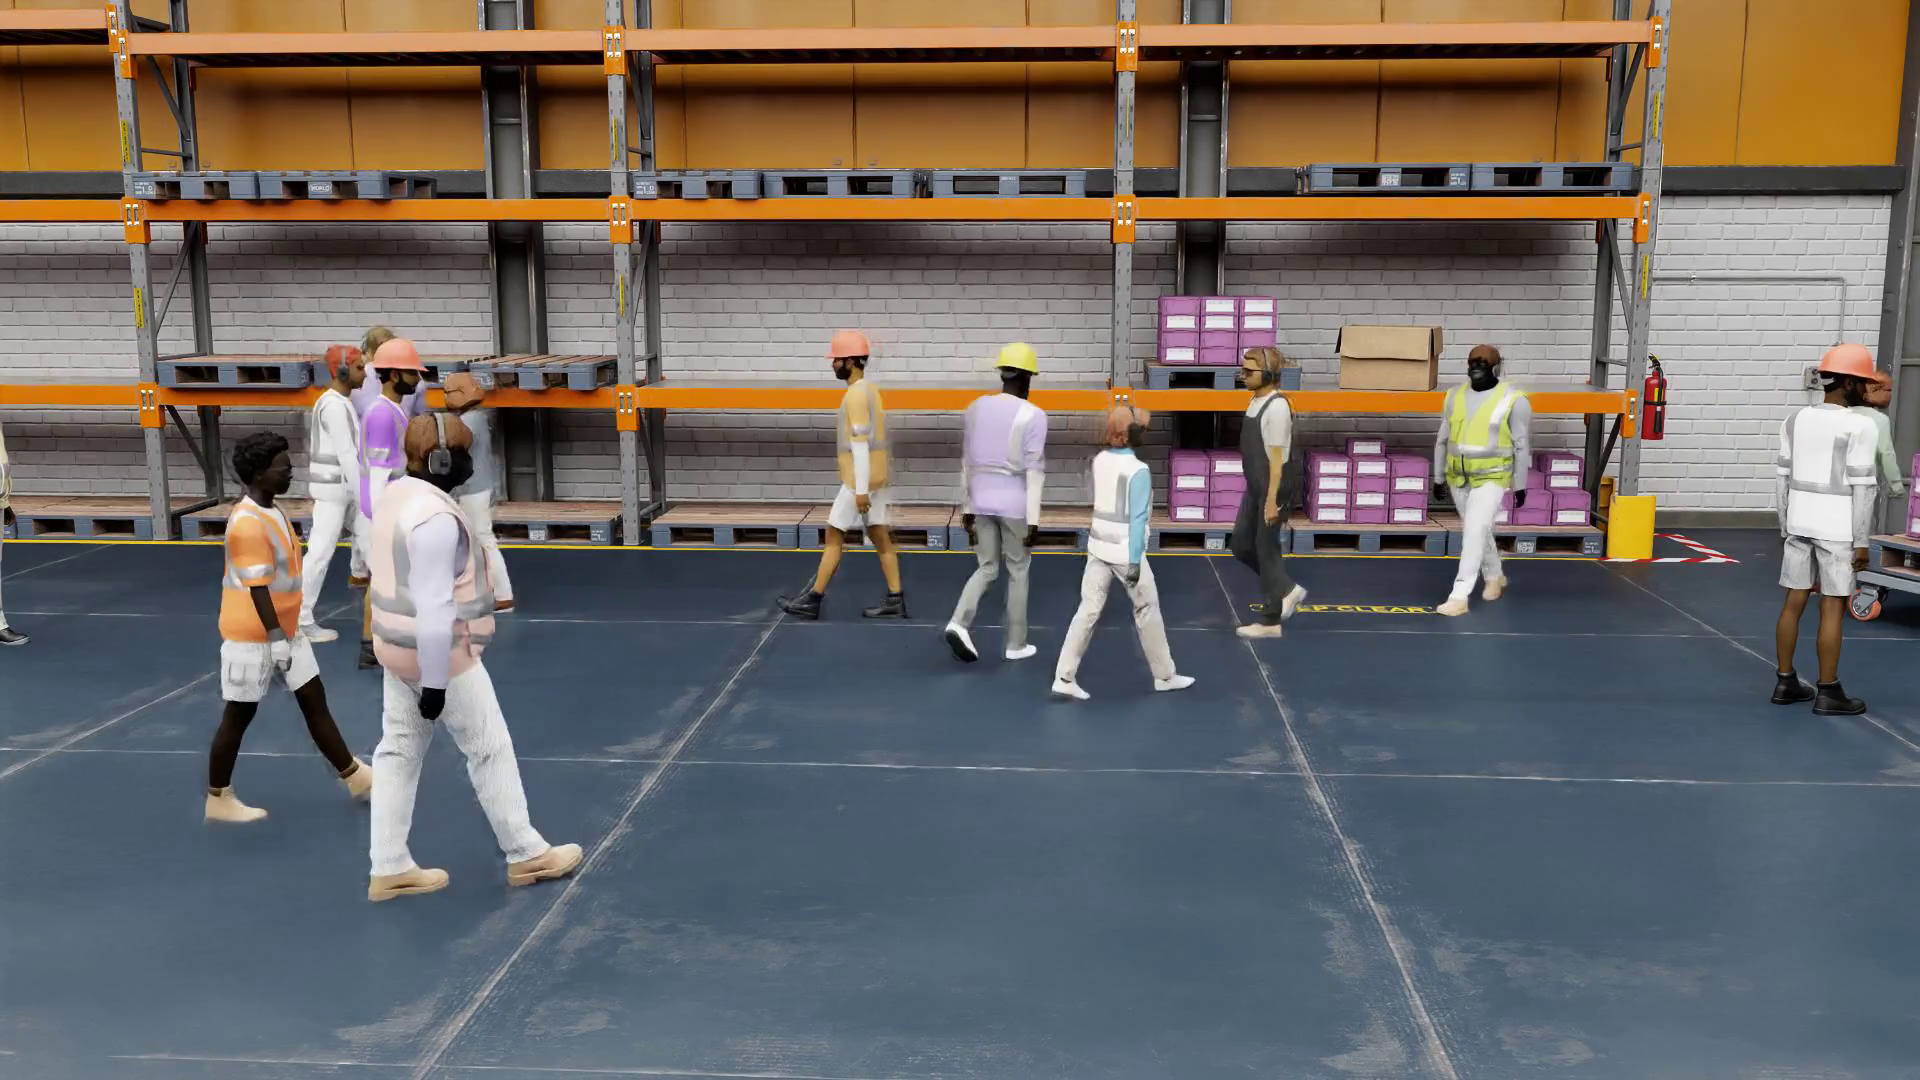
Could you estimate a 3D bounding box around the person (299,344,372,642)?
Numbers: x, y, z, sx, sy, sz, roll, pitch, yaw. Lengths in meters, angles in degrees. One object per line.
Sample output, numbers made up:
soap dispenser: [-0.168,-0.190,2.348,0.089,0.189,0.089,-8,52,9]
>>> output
person: [-3.743,-0.284,10.309,0.986,1.832,0.598,-2,10,-12]

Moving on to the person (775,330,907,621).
person: [-0.769,-0.405,10.836,0.932,1.894,0.570,2,10,9]

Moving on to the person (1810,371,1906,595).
person: [6.311,-0.390,11.652,0.836,1.579,0.484,1,10,3]

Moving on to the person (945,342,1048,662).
person: [0.202,-0.198,9.653,0.602,1.893,0.722,7,12,35]

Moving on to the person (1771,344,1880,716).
person: [4.530,-0.055,8.688,0.385,1.929,0.547,-4,11,-23]

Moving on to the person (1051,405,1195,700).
person: [0.849,0.072,8.921,0.862,1.596,0.527,-5,11,-29]

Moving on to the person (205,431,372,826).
person: [-2.807,0.375,6.972,0.827,1.654,0.542,-1,10,-6]

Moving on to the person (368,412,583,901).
person: [-1.849,0.424,6.217,0.866,1.804,0.637,-7,12,-36]

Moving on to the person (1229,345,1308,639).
person: [1.926,-0.291,10.339,0.456,1.832,0.524,-2,10,-12]

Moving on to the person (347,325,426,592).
person: [-4.073,-0.548,11.668,0.641,1.889,0.913,-6,12,-33]

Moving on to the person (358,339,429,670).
person: [-3.160,-0.188,9.515,0.726,1.907,0.568,-2,10,-14]

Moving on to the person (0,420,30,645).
person: [-5.913,-0.228,9.982,0.404,1.833,0.589,1,10,6]

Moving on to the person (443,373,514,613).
person: [-3.350,-0.304,11.068,0.770,1.600,0.518,0,10,-1]

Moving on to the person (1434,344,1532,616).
person: [3.522,-0.427,11.254,0.962,1.801,0.635,-8,13,-40]
